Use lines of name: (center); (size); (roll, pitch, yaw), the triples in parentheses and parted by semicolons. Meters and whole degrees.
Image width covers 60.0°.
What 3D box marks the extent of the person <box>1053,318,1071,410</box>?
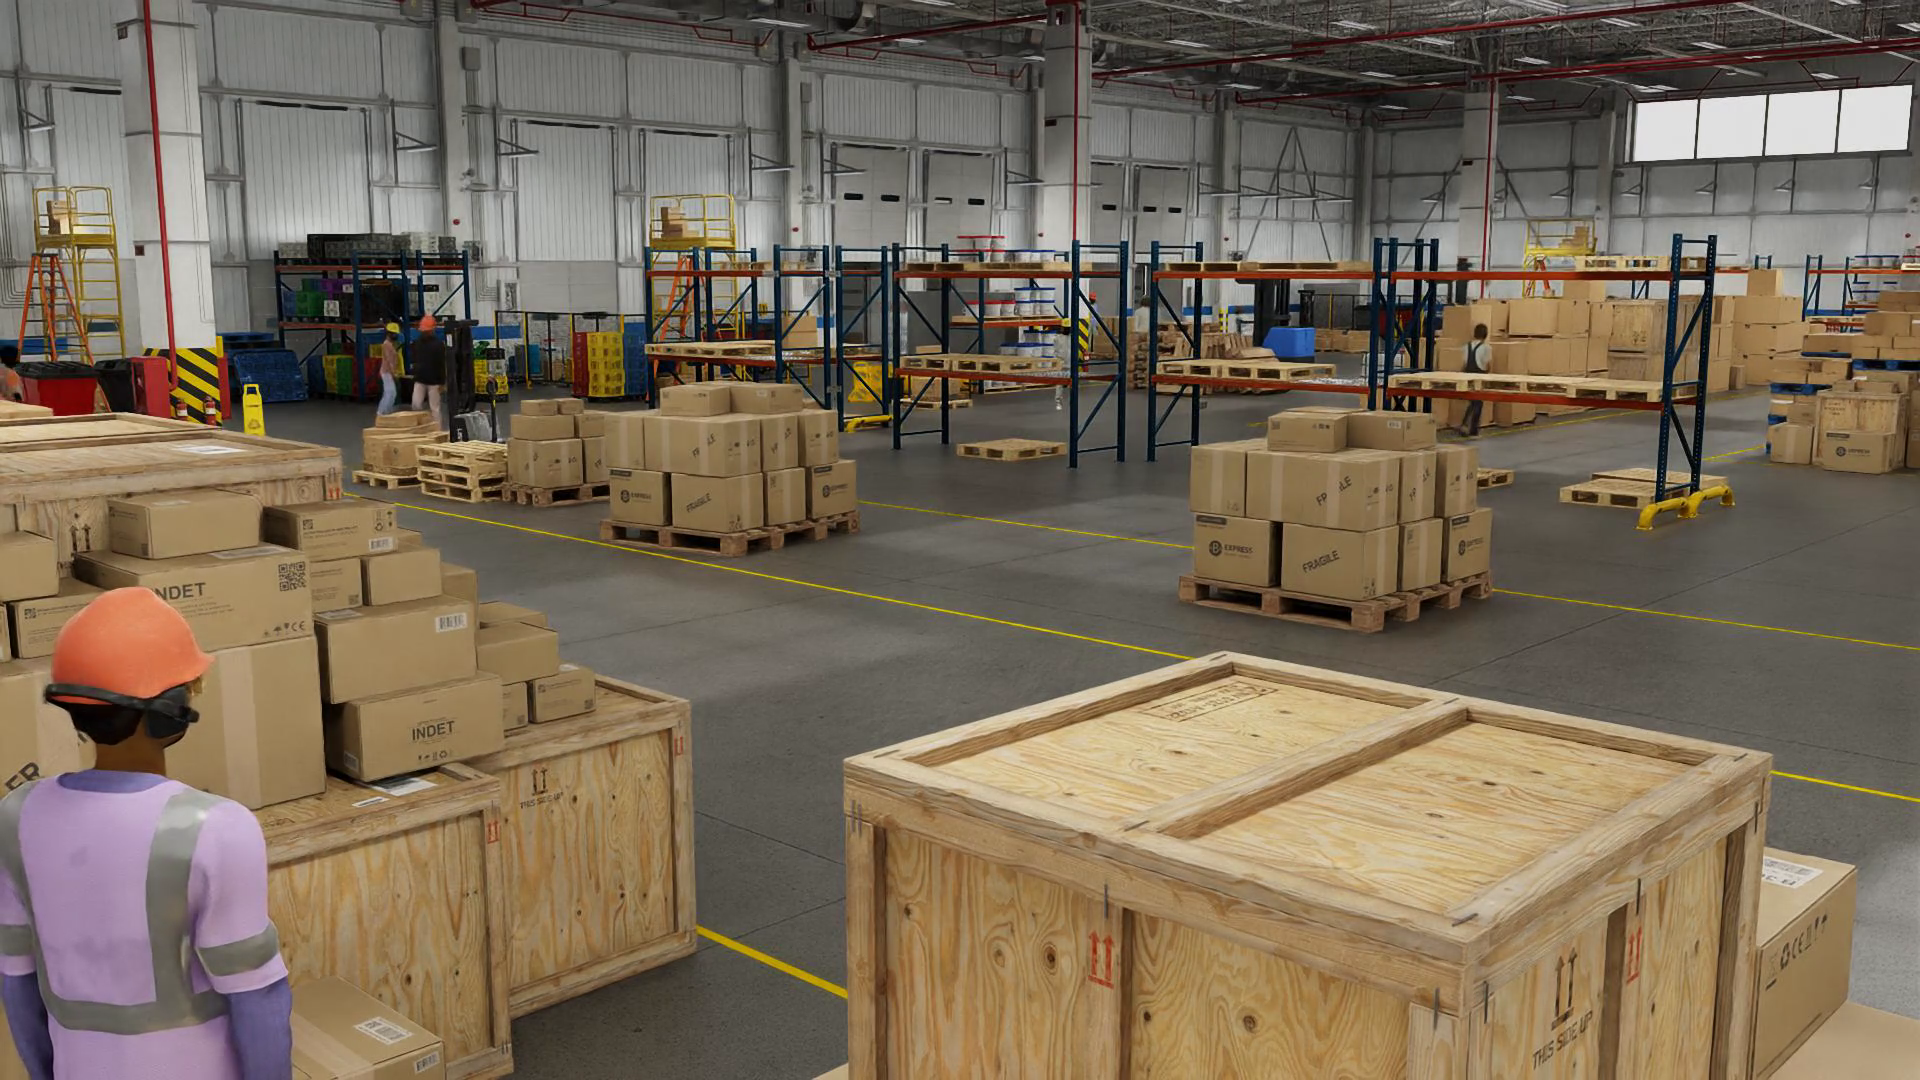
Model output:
person: (1.999, -3.310, 31.344); (0.484, 1.737, 0.322); (0, 9, 2)

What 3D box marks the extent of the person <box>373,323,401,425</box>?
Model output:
person: (-9.677, -2.779, 28.087); (0.523, 1.736, 0.740); (-3, 10, -20)

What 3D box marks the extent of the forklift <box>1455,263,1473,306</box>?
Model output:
forklift: (14.052, -6.377, 46.644); (1.873, 2.768, 1.129); (3, 10, 17)

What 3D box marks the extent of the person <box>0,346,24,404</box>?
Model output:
person: (-12.268, -1.691, 21.647); (0.857, 1.648, 0.553); (-7, 12, -39)

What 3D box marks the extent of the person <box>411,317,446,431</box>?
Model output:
person: (-7.975, -2.369, 24.932); (0.640, 1.945, 0.586); (3, 10, 16)

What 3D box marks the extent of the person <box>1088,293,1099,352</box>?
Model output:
person: (4.072, -6.678, 51.417); (0.545, 1.928, 0.392); (-6, 11, -31)

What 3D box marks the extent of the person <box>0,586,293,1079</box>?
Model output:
person: (-1.586, 1.104, 3.323); (0.607, 2.048, 0.370); (2, 9, 12)

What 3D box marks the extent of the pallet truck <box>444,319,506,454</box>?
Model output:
pallet truck: (-6.981, -1.942, 22.150); (1.885, 1.965, 0.823); (1, 9, 9)

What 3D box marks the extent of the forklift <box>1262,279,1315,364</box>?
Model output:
forklift: (8.555, -6.090, 44.881); (1.873, 2.768, 1.129); (9, 13, 43)

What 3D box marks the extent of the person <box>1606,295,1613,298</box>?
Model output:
person: (18.405, -5.982, 47.178); (0.444, 1.924, 0.631); (-4, 10, -24)

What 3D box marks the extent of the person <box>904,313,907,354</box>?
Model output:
person: (-1.270, -5.070, 41.735); (0.684, 1.865, 0.591); (-8, 12, -40)

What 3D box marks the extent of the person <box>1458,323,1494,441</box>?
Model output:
person: (8.011, -2.433, 25.698); (0.414, 1.827, 0.518); (-5, 11, -30)

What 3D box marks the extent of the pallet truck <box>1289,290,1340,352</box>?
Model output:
pallet truck: (11.297, -6.951, 52.861); (1.885, 1.965, 0.823); (-5, 11, -29)

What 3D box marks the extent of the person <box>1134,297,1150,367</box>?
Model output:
person: (5.001, -5.588, 44.811); (0.640, 1.912, 0.921); (-3, 10, -17)

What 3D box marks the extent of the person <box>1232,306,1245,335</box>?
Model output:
person: (8.022, -5.821, 47.163); (0.635, 1.599, 0.586); (2, 10, 14)
